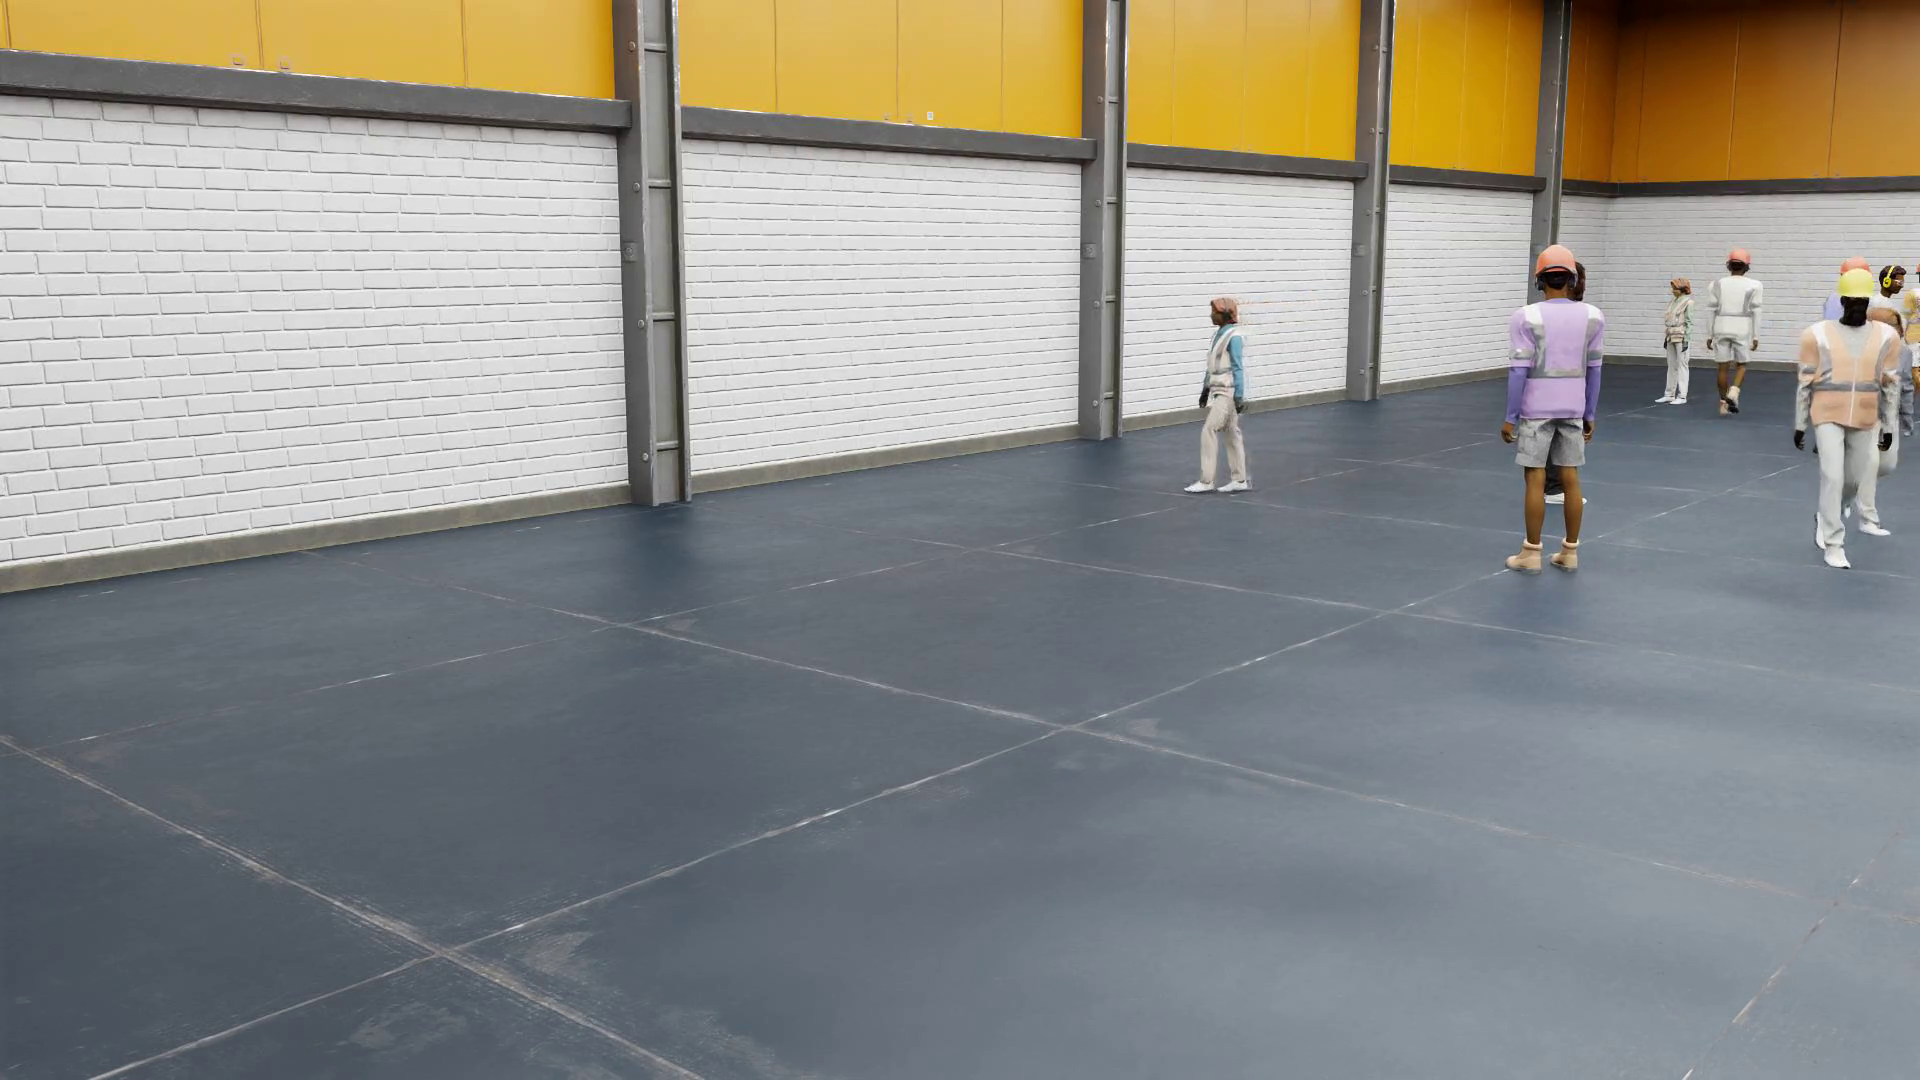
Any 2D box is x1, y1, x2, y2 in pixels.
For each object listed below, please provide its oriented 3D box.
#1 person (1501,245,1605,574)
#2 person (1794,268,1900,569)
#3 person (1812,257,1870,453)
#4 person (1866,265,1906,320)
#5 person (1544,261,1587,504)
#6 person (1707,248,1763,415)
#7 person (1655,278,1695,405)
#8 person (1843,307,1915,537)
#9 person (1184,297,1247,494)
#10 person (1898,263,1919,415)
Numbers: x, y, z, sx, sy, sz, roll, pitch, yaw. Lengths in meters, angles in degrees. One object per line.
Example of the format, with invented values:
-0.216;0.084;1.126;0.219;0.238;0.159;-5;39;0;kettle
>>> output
3.666;-0.804;10.359;0.610;2.040;0.394;-1;10;-7;person
5.723;-0.807;10.788;0.593;1.902;0.852;2;10;11;person
8.642;-1.784;16.233;0.373;1.934;0.551;-1;10;-6;person
9.248;-1.831;16.758;0.367;1.853;0.490;10;14;44;person
4.780;-1.249;13.235;0.378;1.918;0.598;0;10;-3;person
9.312;-2.497;20.054;0.606;2.028;0.501;7;12;33;person
9.318;-2.575;21.586;0.310;1.640;0.514;-2;10;-9;person
6.497;-0.859;11.878;0.516;1.613;0.614;-2;10;-10;person
2.087;-1.182;13.702;0.690;1.609;0.535;-1;10;-7;person
11.502;-2.400;19.833;0.542;1.909;0.926;-2;10;-10;person
